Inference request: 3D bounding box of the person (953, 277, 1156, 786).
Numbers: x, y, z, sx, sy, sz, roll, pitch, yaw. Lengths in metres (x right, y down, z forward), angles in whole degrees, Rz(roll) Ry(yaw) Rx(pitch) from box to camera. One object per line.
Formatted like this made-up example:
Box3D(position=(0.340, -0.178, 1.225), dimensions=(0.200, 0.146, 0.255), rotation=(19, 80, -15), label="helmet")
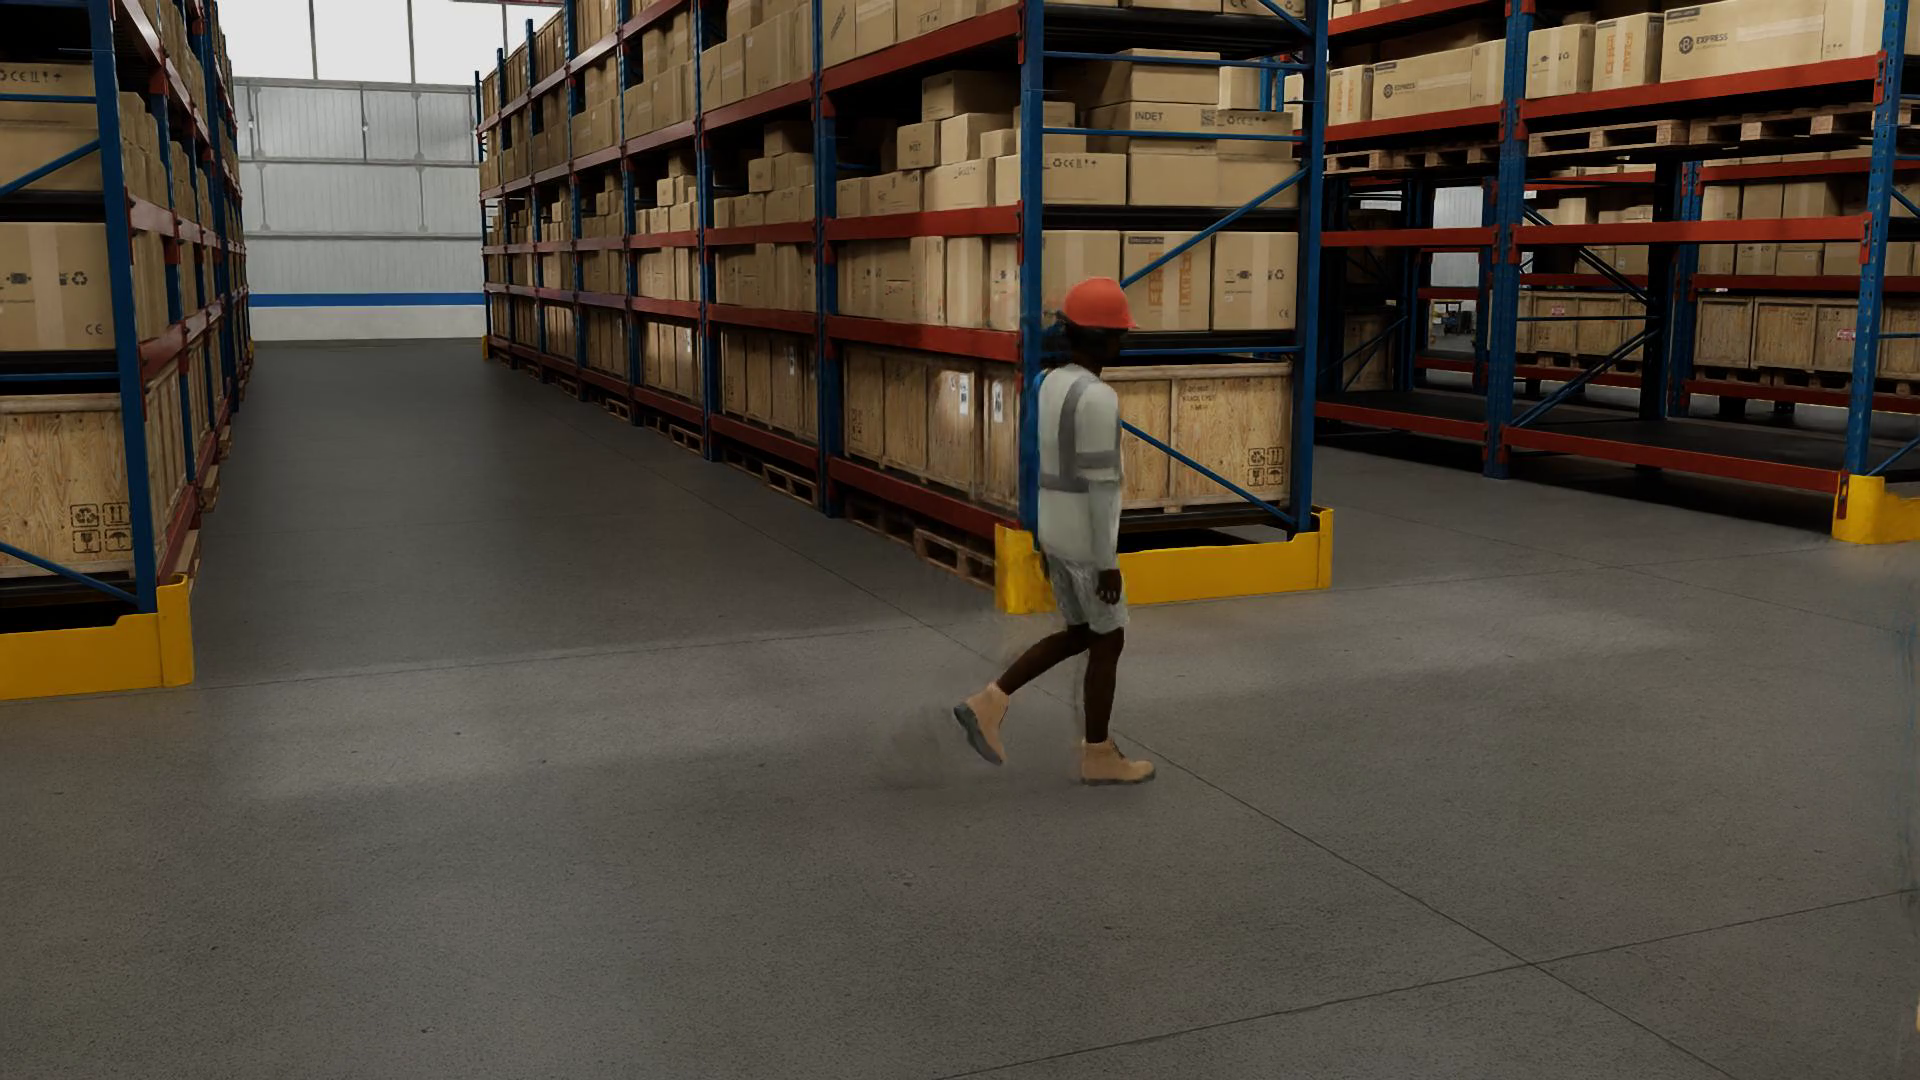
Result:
Box3D(position=(0.403, -0.007, 6.484), dimensions=(0.709, 2.021, 0.612), rotation=(-2, 10, -14), label="person")
